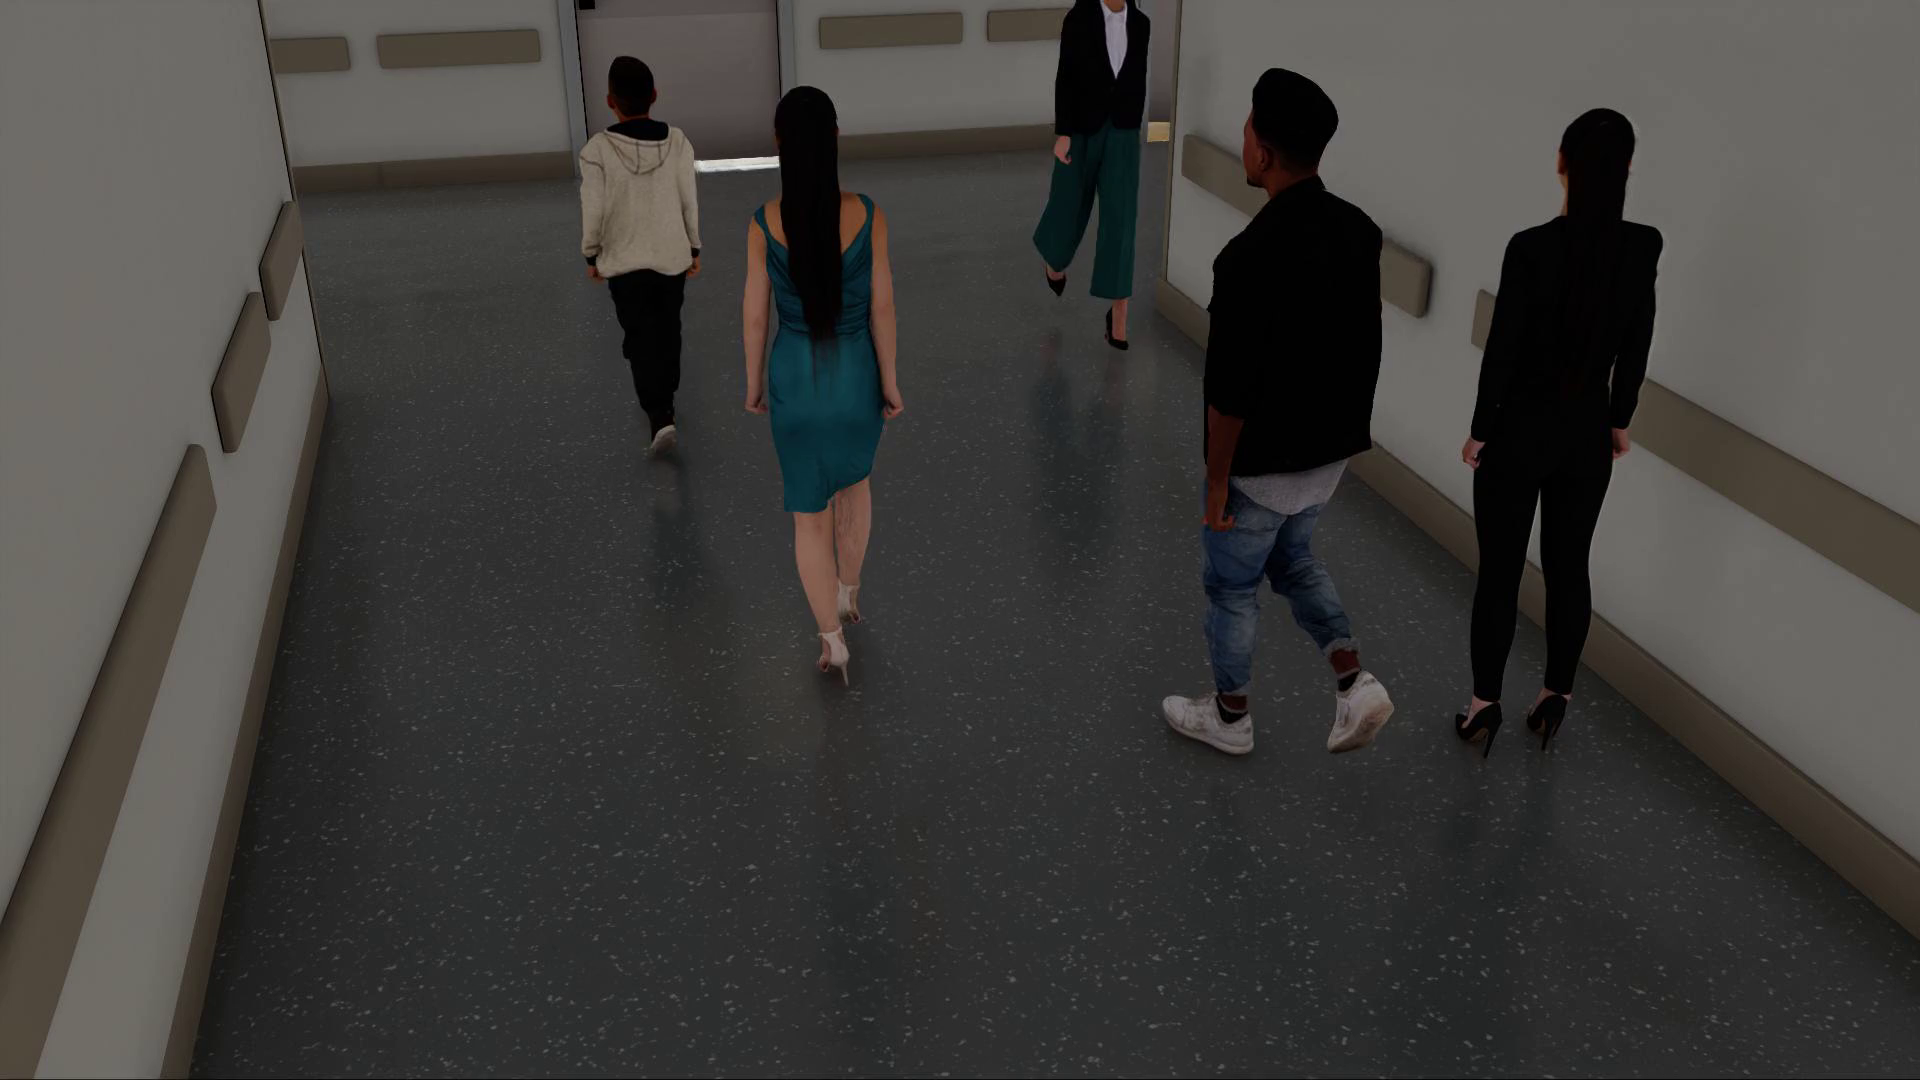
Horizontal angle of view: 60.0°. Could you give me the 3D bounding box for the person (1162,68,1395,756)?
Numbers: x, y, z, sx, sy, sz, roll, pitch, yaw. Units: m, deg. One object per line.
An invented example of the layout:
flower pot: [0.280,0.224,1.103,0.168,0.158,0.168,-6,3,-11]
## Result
person: [0.859,-0.217,4.101,0.948,1.792,0.942,-18,31,-33]

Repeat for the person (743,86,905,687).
person: [-0.354,-0.355,4.530,0.594,1.669,0.643,-5,26,-10]

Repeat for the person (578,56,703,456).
person: [-1.159,-1.036,6.200,0.899,1.445,0.720,-10,28,-20]

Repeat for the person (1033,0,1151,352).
person: [0.571,-1.737,7.359,1.061,1.700,0.689,-5,26,-11]

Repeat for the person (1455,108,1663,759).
person: [1.498,-0.238,4.240,0.465,1.711,0.669,-3,26,-6]
